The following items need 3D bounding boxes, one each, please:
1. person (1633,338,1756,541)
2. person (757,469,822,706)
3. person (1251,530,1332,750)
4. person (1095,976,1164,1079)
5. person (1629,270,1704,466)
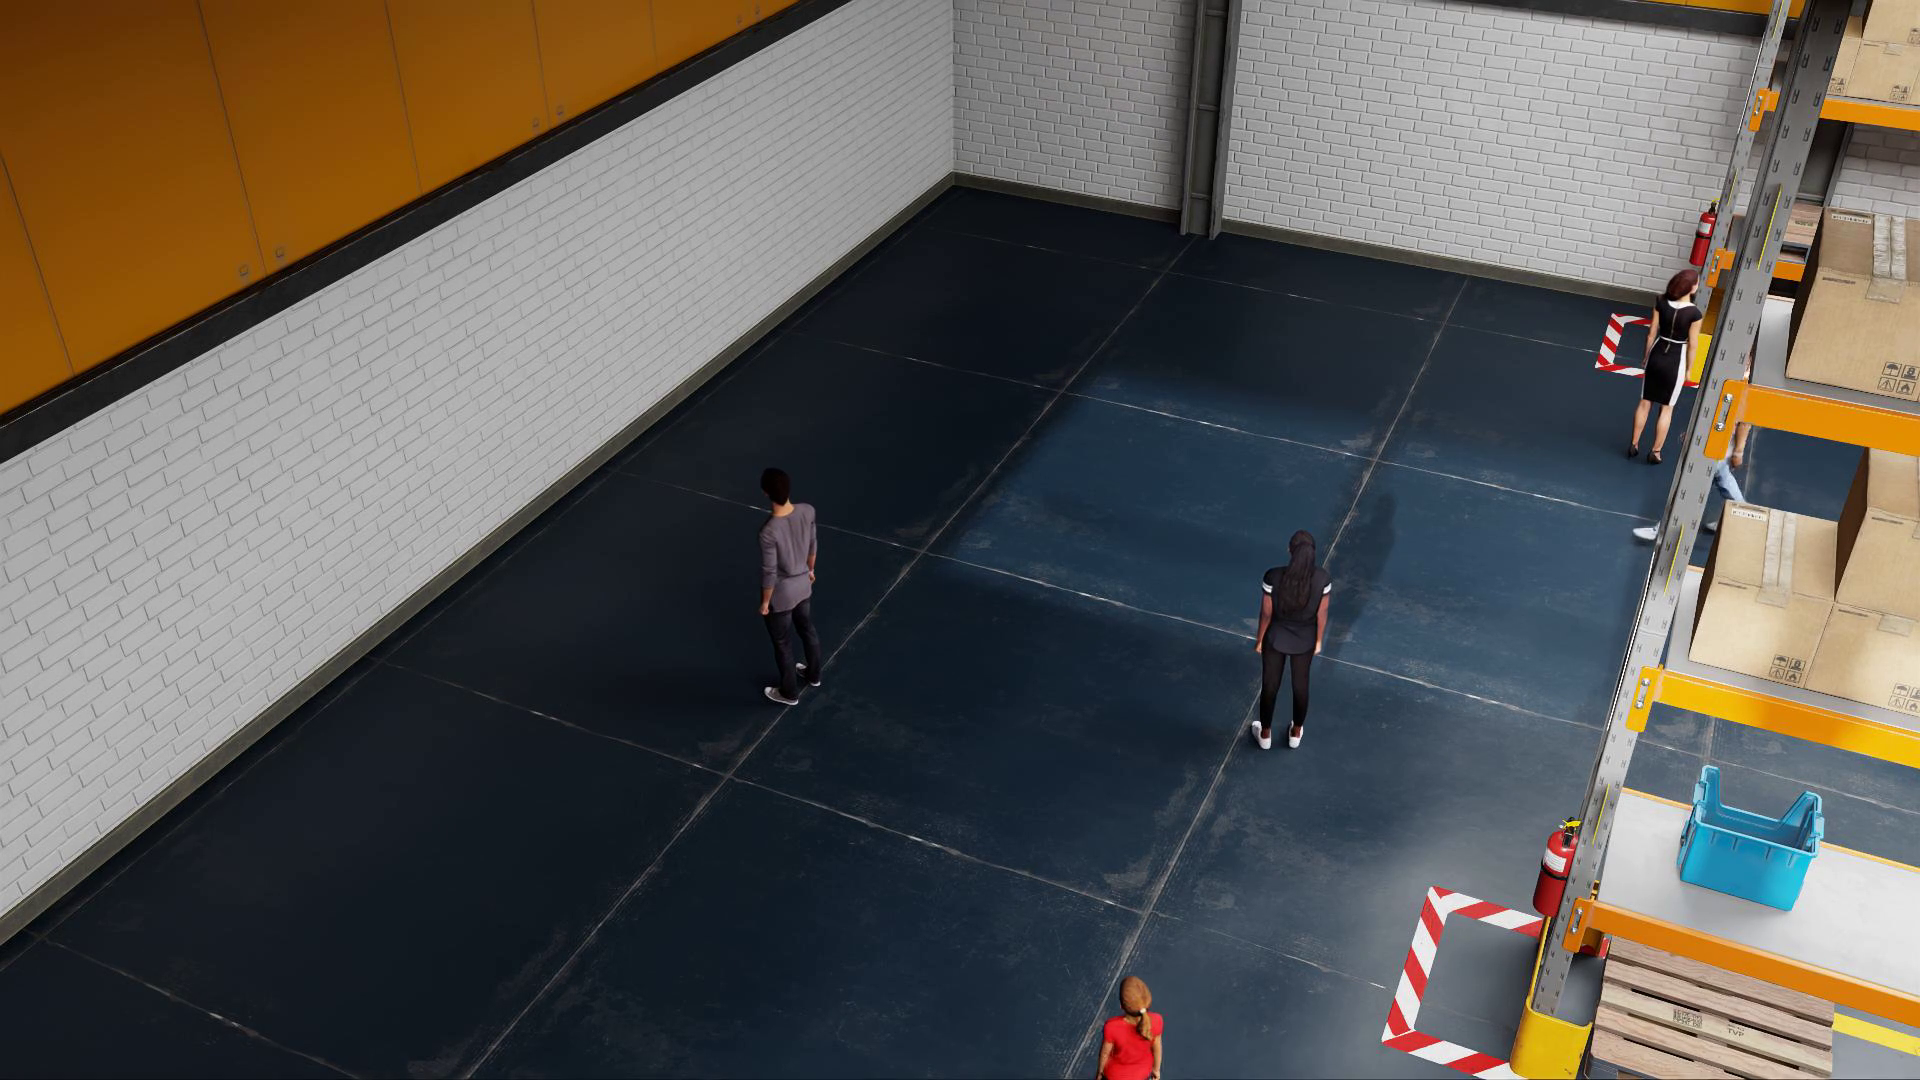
[{"bbox_3d":[6.096,-0.776,13.186,1.285,1.819,0.971,2,34,3],"label":"person"},{"bbox_3d":[-1.188,0.317,11.514,0.623,1.850,0.722,24,40,31],"label":"person"},{"bbox_3d":[2.202,0.663,11.102,0.653,1.729,0.760,0,34,0],"label":"person"},{"bbox_3d":[0.869,2.727,8.386,0.742,1.299,0.763,-6,34,-10],"label":"person"},{"bbox_3d":[6.046,-1.470,14.251,0.543,1.797,0.704,29,43,36],"label":"person"}]
